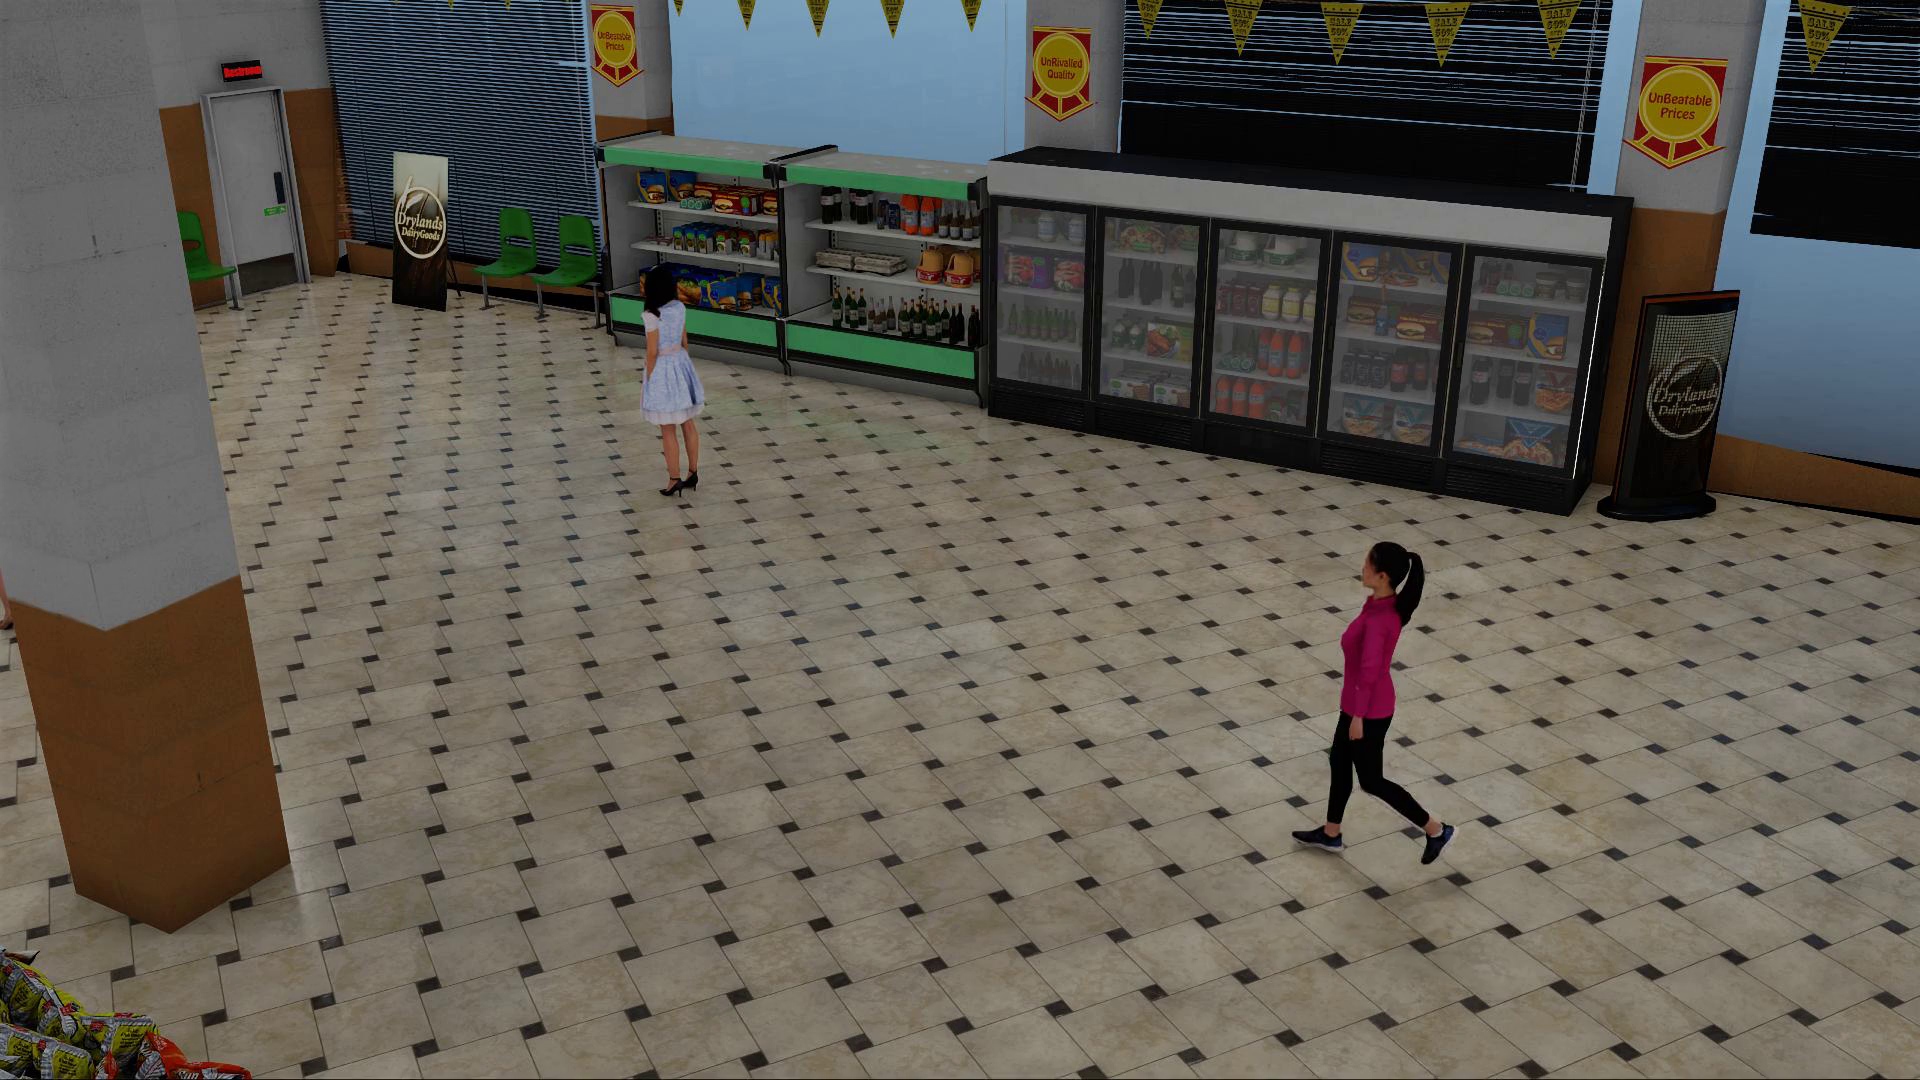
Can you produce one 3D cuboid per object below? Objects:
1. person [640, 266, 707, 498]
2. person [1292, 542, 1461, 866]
[{"bbox_3d":[-2.252,-1.226,12.931,0.778,1.812,0.755,18,28,37],"label":"person"},{"bbox_3d":[2.053,0.833,7.992,1.071,1.676,0.718,7,23,18],"label":"person"}]
